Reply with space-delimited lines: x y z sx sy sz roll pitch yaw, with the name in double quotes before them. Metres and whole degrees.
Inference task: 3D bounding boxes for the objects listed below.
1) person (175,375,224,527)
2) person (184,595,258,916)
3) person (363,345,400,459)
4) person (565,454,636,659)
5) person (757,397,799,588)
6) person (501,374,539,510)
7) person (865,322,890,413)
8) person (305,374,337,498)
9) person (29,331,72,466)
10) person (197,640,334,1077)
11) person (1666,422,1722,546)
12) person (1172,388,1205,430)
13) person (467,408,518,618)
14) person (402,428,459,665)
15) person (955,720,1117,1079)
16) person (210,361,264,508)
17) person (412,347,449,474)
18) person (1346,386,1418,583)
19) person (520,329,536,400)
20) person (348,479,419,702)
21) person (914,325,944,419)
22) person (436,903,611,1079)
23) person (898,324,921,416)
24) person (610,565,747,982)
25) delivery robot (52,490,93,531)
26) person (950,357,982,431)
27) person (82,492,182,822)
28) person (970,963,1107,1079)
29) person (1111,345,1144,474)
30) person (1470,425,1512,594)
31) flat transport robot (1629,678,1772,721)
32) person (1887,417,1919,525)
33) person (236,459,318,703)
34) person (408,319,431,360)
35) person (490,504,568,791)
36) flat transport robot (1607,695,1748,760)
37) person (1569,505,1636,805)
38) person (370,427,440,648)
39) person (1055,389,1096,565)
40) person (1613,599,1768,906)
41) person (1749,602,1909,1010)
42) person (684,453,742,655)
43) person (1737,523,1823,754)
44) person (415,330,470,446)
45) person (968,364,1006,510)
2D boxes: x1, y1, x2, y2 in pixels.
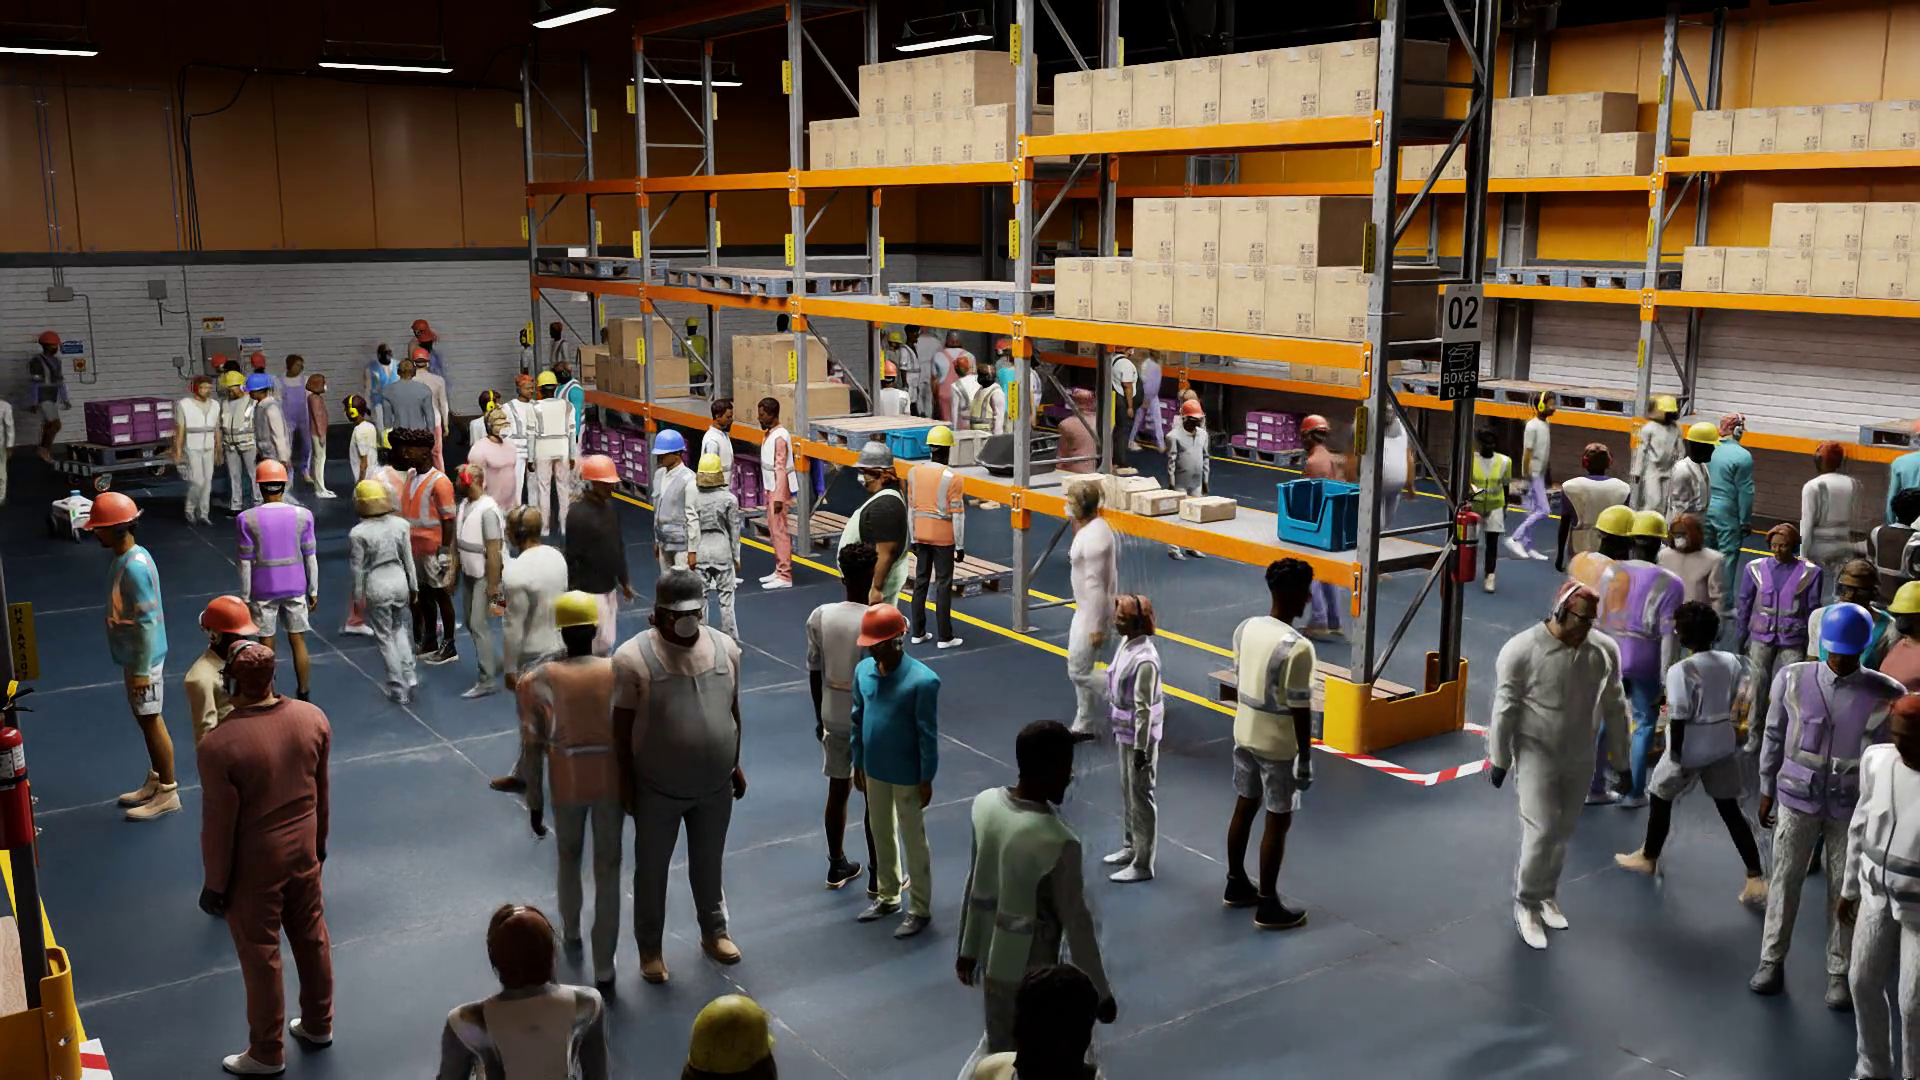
"person" -9.054 -1.055 19.812 0.443 1.818 0.604 6 12 27
"person" -3.830 1.137 8.805 0.353 1.739 0.577 0 11 2
"person" -8.494 -2.010 24.778 0.634 1.788 0.945 -9 14 -37
"person" -2.701 0.341 12.292 0.512 1.974 0.614 3 11 14
"person" -1.829 -0.480 16.658 0.398 1.909 0.599 -3 12 -16
"person" -5.053 -0.989 19.337 0.350 1.879 0.577 8 14 37
"person" -1.417 -3.093 30.326 0.602 1.805 0.594 -7 13 -30
"person" -8.431 -1.372 21.918 0.279 1.633 0.505 -5 12 -25
"person" -13.449 -2.078 24.566 0.555 2.014 0.614 0 11 -3
"person" -3.016 1.366 7.203 0.407 1.910 0.638 6 12 27
"person" 6.411 -0.084 14.598 0.396 1.919 0.587 9 14 40
"person" 2.735 -1.014 20.083 0.541 1.628 0.362 -8 14 -35
"person" -4.295 -0.263 15.459 0.377 1.940 0.629 4 12 20
"person" -4.414 0.049 13.789 0.613 1.965 0.361 10 15 41
"person" 0.283 1.577 6.225 0.831 1.881 0.655 -7 13 -32
"person" -9.150 -1.318 21.023 0.921 1.872 0.658 5 12 23
"person" -7.034 -1.533 21.848 0.621 1.985 0.408 -3 12 -16
"person" 4.258 -0.571 16.777 0.714 2.000 0.569 -6 13 -28
"person" -7.004 -2.496 27.060 0.327 1.874 0.518 3 11 15
"person" -4.391 0.391 12.647 0.428 1.715 0.503 10 15 41
"person" -0.605 -2.859 28.920 0.676 1.878 0.726 -2 11 -12
"person" -1.374 1.908 5.234 0.517 1.592 0.847 -7 13 -32
"person" -0.821 -2.567 27.219 0.374 1.958 0.599 3 12 17
"person" -1.331 1.121 8.112 0.674 2.000 0.535 -7 13 -31
"delivery robot" -10.142 -0.328 19.105 0.707 0.478 0.477 10 15 43
"person" 0.141 -1.552 22.336 0.654 1.825 0.907 -7 13 -33
"person" -5.085 0.712 10.210 0.395 2.038 0.614 -7 13 -31
"person" 0.249 1.952 4.176 0.587 1.920 0.393 9 14 38
"person" 2.382 -1.977 23.970 0.535 2.000 0.680 -3 12 -16
"person" 5.218 -0.349 16.616 0.534 1.656 0.846 2 11 11
"flat transport robot" 5.644 1.140 12.559 0.652 0.197 1.431 -6 13 -29
"person" 8.476 -0.121 14.671 0.789 1.965 0.639 -8 14 -37
"person" -5.043 0.361 12.309 0.549 1.925 0.384 -7 13 -34
"person" -8.990 -2.690 27.769 0.405 1.986 0.612 0 11 1
"person" -2.598 0.719 10.511 0.876 1.918 0.628 3 11 13
"flat transport robot" 4.920 1.298 11.754 1.431 0.197 0.652 -6 13 -29
"person" 4.042 0.720 10.502 0.396 1.911 0.603 -2 11 -12
"person" -4.681 0.010 14.033 0.381 1.958 0.598 7 13 31
"person" 1.199 -0.666 17.680 0.649 1.881 0.752 -9 14 -39
"person" 4.040 1.144 9.016 0.544 1.650 0.895 -5 12 -22
"person" 4.073 1.229 7.819 0.601 1.940 0.395 7 13 31
"person" -2.069 0.138 13.910 0.487 1.744 0.294 0 11 0
"person" 5.595 0.687 11.389 0.524 1.631 0.324 8 14 36
"person" -8.317 -2.419 26.629 0.961 1.897 0.557 -3 11 -14
"person" 0.334 -1.314 21.090 0.429 1.844 0.626 -5 12 -23
